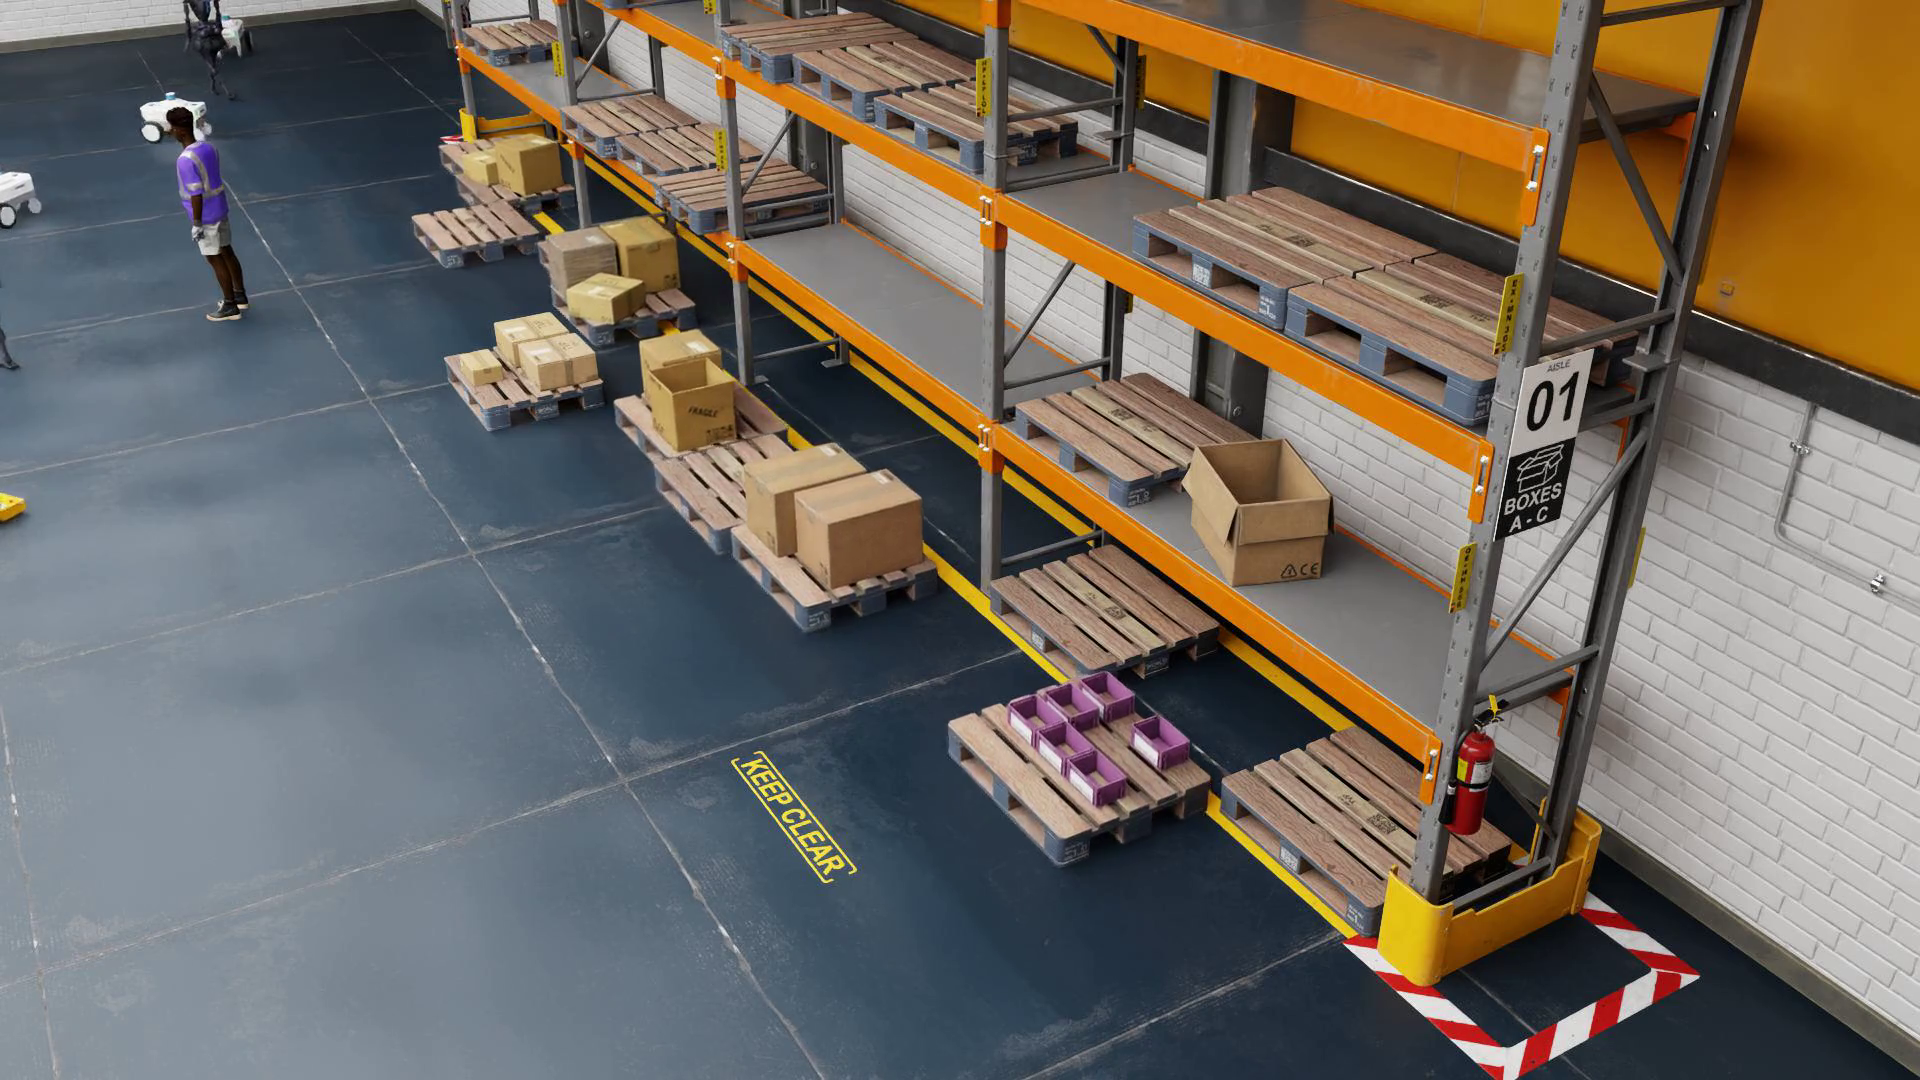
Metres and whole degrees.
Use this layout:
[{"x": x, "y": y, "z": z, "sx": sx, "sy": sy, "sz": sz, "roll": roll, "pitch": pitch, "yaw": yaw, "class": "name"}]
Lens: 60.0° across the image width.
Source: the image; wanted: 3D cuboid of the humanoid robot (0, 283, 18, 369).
[{"x": -8.576, "y": -2.262, "z": 14.218, "sx": 0.725, "sy": 1.630, "sz": 0.611, "roll": 15, "pitch": 33, "yaw": 24, "class": "humanoid robot"}]

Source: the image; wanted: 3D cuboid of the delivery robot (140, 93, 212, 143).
[{"x": -9.696, "y": -5.227, "z": 20.555, "sx": 0.757, "sy": 0.580, "sz": 0.499, "roll": -1, "pitch": 30, "yaw": -1, "class": "delivery robot"}]

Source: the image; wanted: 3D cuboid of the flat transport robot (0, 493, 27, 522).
[{"x": -7.426, "y": -0.042, "z": 11.706, "sx": 0.659, "sy": 0.231, "sz": 1.431, "roll": 12, "pitch": 32, "yaw": 21, "class": "flat transport robot"}]

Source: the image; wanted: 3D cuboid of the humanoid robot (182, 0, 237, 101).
[{"x": -9.948, "y": -6.652, "z": 22.006, "sx": 0.751, "sy": 1.657, "sz": 0.601, "roll": 16, "pitch": 33, "yaw": 26, "class": "humanoid robot"}]

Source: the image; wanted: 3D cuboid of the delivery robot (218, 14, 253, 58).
[{"x": -10.731, "y": -7.419, "z": 24.458, "sx": 0.499, "sy": 0.613, "sz": 0.796, "roll": -7, "pitch": 30, "yaw": -12, "class": "delivery robot"}]

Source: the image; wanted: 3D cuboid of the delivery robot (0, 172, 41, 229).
[{"x": -10.296, "y": -3.687, "z": 17.828, "sx": 0.499, "sy": 0.572, "sz": 0.747, "roll": 7, "pitch": 30, "yaw": 12, "class": "delivery robot"}]

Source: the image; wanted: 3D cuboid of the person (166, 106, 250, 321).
[{"x": -6.867, "y": -2.974, "z": 15.162, "sx": 0.366, "sy": 1.962, "sz": 0.608, "roll": 0, "pitch": 30, "yaw": 0, "class": "person"}]
